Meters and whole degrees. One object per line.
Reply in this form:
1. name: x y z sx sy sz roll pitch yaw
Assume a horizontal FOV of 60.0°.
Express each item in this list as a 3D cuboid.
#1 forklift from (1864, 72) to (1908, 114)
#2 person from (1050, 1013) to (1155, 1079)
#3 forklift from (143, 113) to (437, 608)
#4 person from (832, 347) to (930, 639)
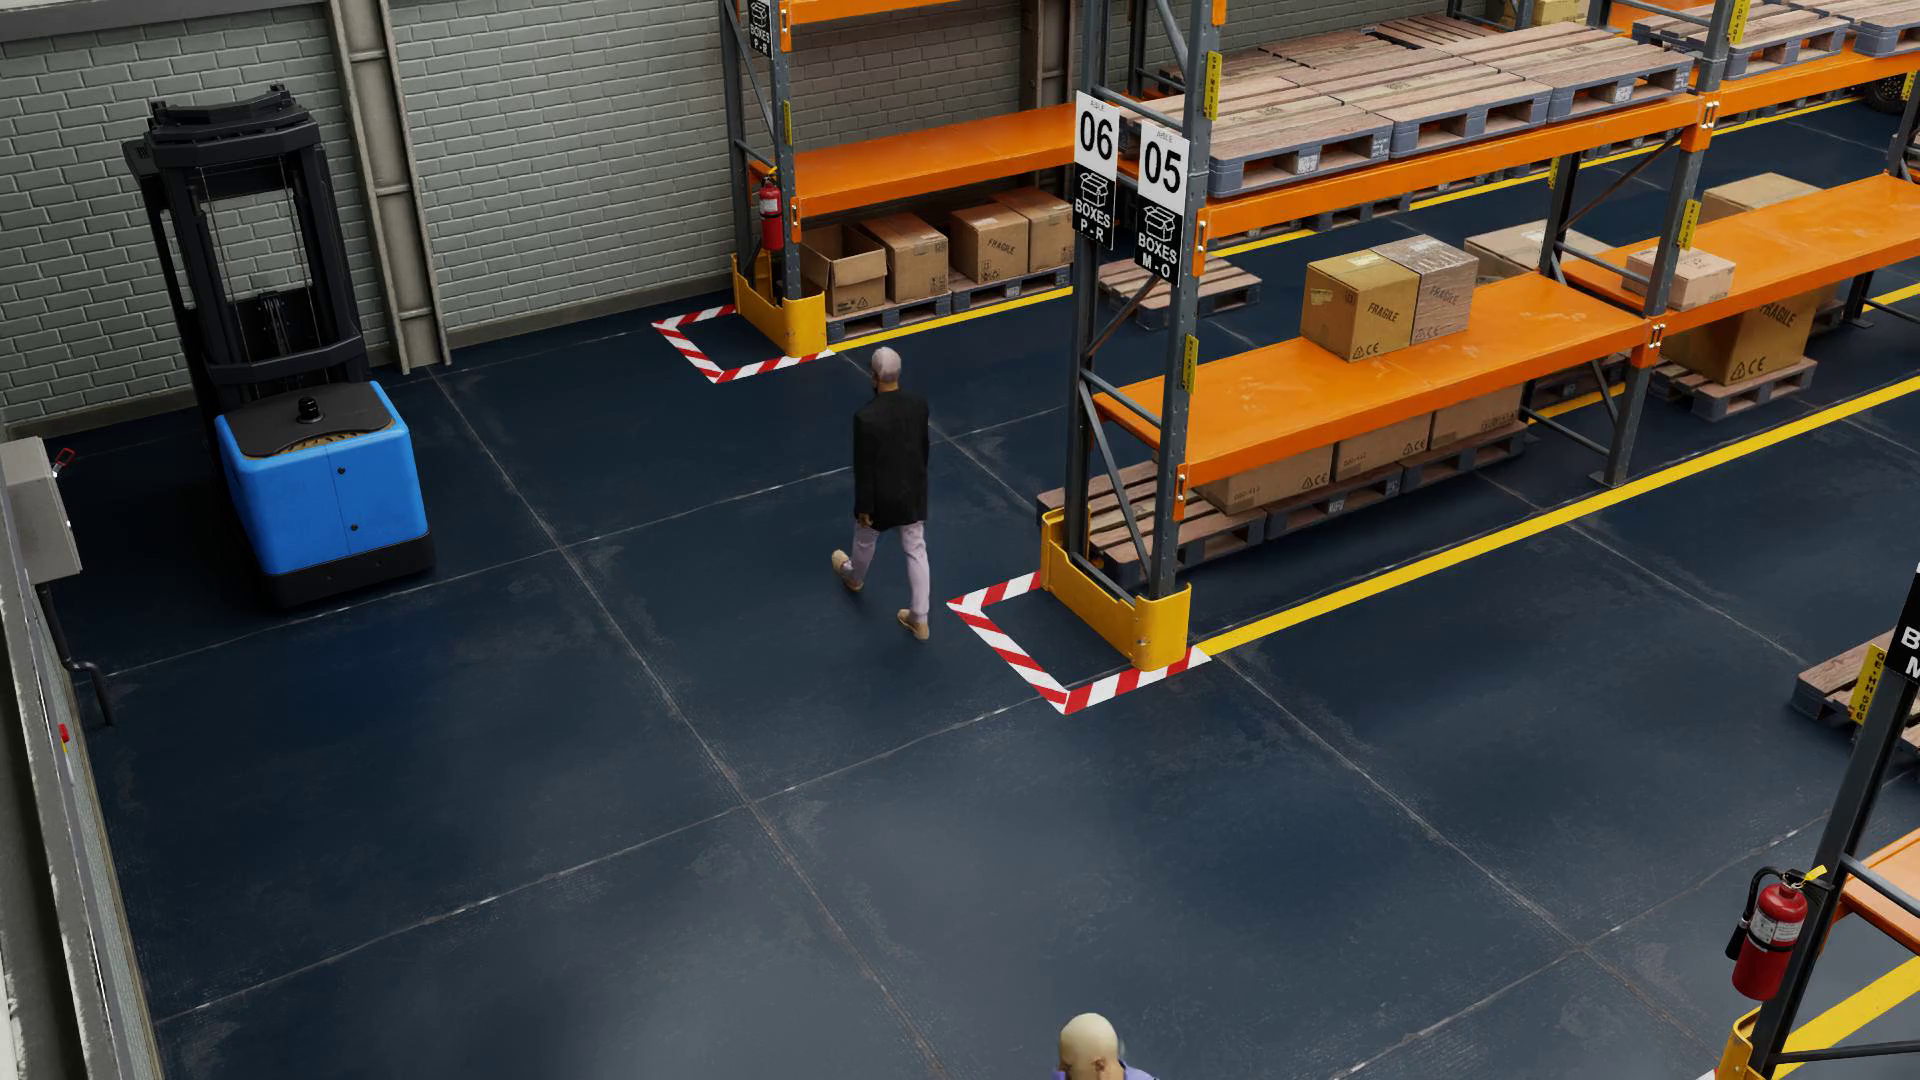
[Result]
1. forklift: 11.468 -5.645 18.244 1.214 2.155 2.313 -17 36 -26
2. person: 0.567 2.310 5.787 0.676 1.769 0.369 19 37 28
3. forklift: -4.289 -1.259 10.509 1.129 2.768 1.873 -17 36 -26
4. person: -0.451 -0.344 10.028 0.569 1.802 0.973 -18 36 -26
